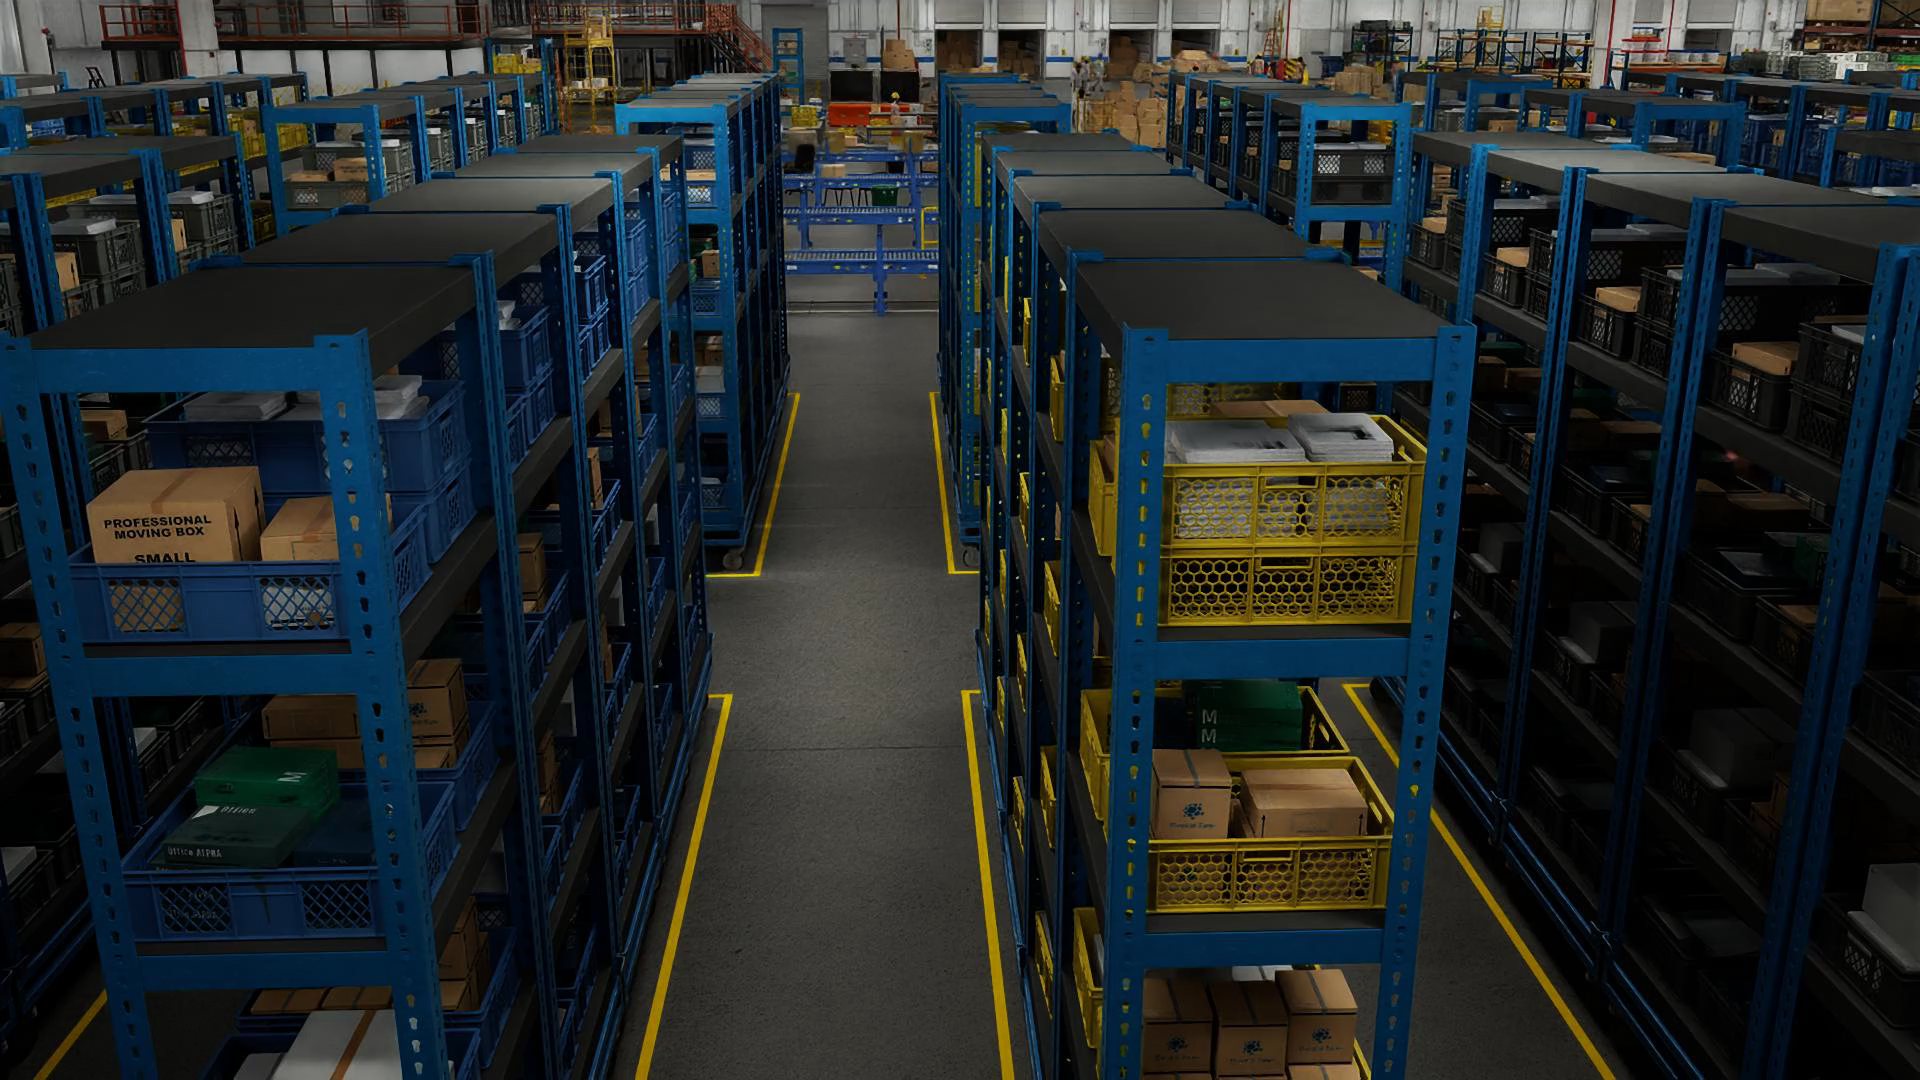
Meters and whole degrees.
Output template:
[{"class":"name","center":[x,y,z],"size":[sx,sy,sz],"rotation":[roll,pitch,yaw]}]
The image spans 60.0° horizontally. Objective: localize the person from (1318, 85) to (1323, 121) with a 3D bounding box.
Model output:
[{"class":"person","center":[12.297,-14.800,57.051],"size":[0.542,1.644,0.909],"rotation":[5,18,14]}]

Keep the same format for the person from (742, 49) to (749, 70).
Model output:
[{"class":"person","center":[-11.462,-25.062,88.315],"size":[0.616,1.936,1.031],"rotation":[17,25,42]}]

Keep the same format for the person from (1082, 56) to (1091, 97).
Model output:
[{"class":"person","center":[5.854,-21.804,78.328],"size":[0.599,1.879,0.601],"rotation":[-4,18,-13]}]

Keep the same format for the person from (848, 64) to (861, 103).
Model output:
[{"class":"person","center":[-4.572,-19.333,70.794],"size":[0.800,1.810,0.633],"rotation":[8,20,23]}]

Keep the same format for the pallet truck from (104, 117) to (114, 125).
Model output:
[{"class":"pallet truck","center":[-18.367,-7.885,35.078],"size":[1.885,1.965,0.823],"rotation":[1,18,2]}]

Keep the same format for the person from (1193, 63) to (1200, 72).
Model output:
[{"class":"person","center":[9.283,-17.782,65.655],"size":[0.601,2.035,0.408],"rotation":[5,19,16]}]

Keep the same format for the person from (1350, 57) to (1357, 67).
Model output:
[{"class":"person","center":[19.608,-23.292,83.233],"size":[0.891,1.695,0.504],"rotation":[16,24,40]}]

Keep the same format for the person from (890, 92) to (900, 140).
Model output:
[{"class":"person","center":[-1.901,-12.346,49.249],"size":[0.306,1.772,0.525],"rotation":[-6,19,-19]}]

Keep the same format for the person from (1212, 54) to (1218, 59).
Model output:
[{"class":"person","center":[12.089,-22.154,79.315],"size":[1.043,1.938,0.649],"rotation":[-12,21,-32]}]

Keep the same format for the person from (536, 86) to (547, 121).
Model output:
[{"class":"person","center":[-15.747,-16.690,62.531],"size":[0.518,1.870,0.589],"rotation":[3,18,11]}]

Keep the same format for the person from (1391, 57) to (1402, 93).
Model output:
[{"class":"person","center":[21.686,-23.164,82.759],"size":[0.521,1.740,0.782],"rotation":[-4,18,-13]}]

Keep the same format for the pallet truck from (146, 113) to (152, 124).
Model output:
[{"class":"pallet truck","center":[-18.087,-8.309,36.390],"size":[1.885,1.965,0.823],"rotation":[-1,18,-4]}]

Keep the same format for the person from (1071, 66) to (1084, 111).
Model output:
[{"class":"person","center":[4.831,-18.571,68.428],"size":[0.526,1.820,0.958],"rotation":[11,21,30]}]

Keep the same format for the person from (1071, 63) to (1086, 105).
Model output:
[{"class":"person","center":[5.110,-19.913,72.623],"size":[0.763,1.803,0.463],"rotation":[-4,18,-13]}]

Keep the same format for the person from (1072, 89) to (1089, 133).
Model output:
[{"class":"person","center":[3.625,-12.558,49.786],"size":[0.523,1.849,0.697],"rotation":[-3,18,-10]}]

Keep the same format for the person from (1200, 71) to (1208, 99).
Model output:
[{"class":"person","center":[8.446,-15.195,57.628],"size":[0.689,2.000,0.539],"rotation":[-1,18,-5]}]

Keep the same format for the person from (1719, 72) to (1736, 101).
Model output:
[{"class":"person","center":[28.550,-16.404,61.551],"size":[0.953,1.919,0.620],"rotation":[-8,20,-24]}]

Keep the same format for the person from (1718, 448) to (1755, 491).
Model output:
[{"class":"person","center":[5.384,-0.333,11.828],"size":[0.621,1.935,1.045],"rotation":[-16,24,-40]}]

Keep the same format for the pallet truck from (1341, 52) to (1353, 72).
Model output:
[{"class":"pallet truck","center":[18.794,-23.123,82.231],"size":[0.823,1.965,1.885],"rotation":[-13,22,-35]}]

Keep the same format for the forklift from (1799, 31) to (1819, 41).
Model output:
[{"class":"forklift","center":[45.907,-26.183,90.288],"size":[1.129,2.768,1.873],"rotation":[-1,18,-2]}]

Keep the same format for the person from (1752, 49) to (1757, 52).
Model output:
[{"class":"person","center":[43.467,-25.917,91.058],"size":[0.562,1.896,0.478],"rotation":[8,20,24]}]

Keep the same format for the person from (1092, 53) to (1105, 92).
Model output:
[{"class":"person","center":[6.988,-23.550,83.695],"size":[0.825,1.910,0.620],"rotation":[15,23,38]}]

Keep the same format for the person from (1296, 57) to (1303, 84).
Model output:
[{"class":"person","center":[17.336,-23.956,85.320],"size":[0.730,1.672,0.531],"rotation":[2,18,5]}]

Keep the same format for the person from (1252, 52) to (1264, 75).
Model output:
[{"class":"person","center":[14.899,-23.387,83.174],"size":[0.585,1.920,0.383],"rotation":[7,19,21]}]

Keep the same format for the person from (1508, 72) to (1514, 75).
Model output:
[{"class":"person","center":[19.799,-15.885,59.964],"size":[0.747,1.908,0.560],"rotation":[-7,19,-20]}]

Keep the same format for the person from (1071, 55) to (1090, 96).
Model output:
[{"class":"person","center":[5.793,-22.222,79.627],"size":[1.012,1.885,0.637],"rotation":[2,18,5]}]
